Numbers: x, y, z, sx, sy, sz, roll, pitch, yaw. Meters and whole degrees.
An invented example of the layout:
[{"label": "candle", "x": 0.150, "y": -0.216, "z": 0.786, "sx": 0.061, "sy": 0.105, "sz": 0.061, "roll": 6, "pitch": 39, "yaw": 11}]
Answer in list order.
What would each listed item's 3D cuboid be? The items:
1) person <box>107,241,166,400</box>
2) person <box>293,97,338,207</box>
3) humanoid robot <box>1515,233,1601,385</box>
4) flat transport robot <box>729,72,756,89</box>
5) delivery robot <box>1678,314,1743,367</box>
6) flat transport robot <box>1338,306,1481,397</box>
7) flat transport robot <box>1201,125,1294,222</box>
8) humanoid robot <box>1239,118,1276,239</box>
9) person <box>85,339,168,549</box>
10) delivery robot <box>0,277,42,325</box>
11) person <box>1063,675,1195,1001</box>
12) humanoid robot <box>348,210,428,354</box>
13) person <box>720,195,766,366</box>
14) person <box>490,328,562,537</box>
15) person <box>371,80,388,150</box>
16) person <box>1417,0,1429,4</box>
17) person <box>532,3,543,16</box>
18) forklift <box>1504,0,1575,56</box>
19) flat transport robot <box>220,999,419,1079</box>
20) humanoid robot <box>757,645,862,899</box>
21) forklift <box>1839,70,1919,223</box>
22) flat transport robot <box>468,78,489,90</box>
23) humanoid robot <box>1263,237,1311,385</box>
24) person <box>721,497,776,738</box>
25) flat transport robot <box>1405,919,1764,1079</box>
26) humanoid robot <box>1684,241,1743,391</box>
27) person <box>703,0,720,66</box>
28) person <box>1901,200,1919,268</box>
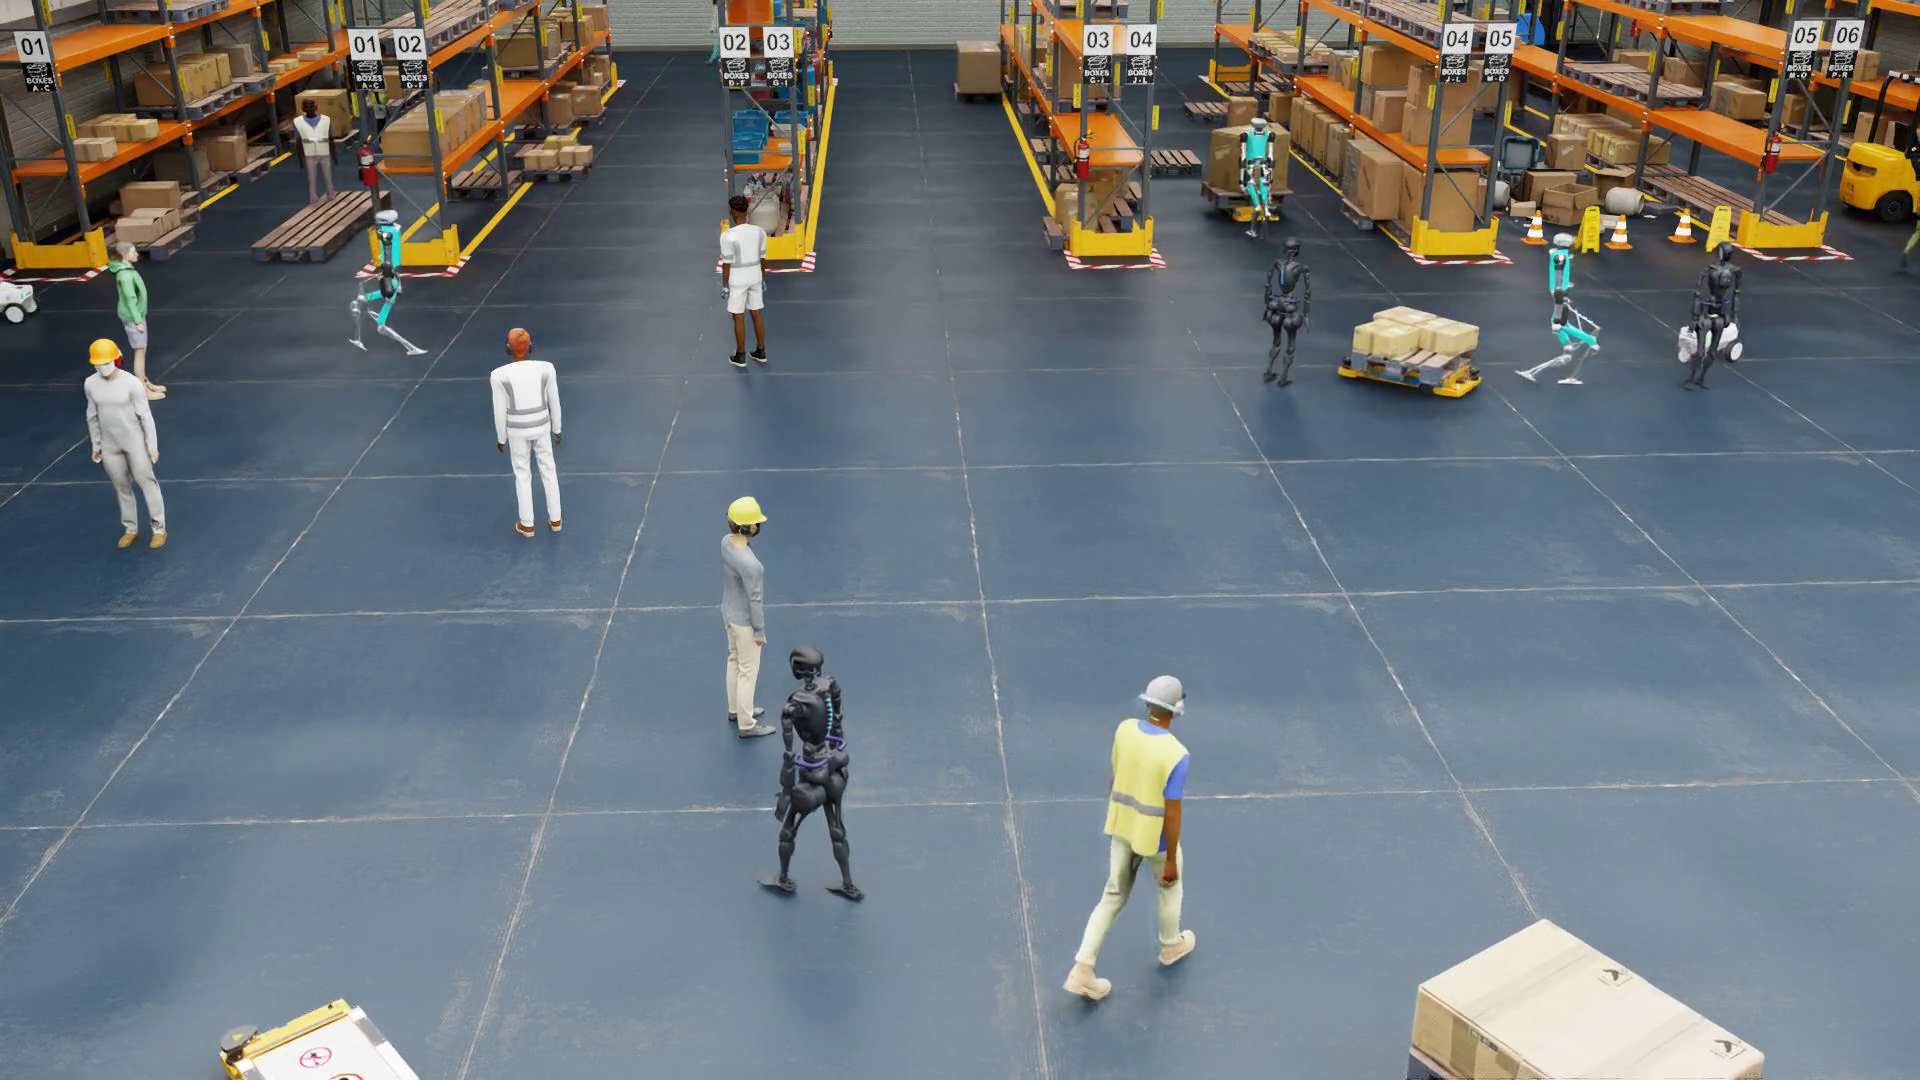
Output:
[{"label": "person", "x": -8.927, "y": -2.376, "z": 18.014, "sx": 0.317, "sy": 1.736, "sz": 0.478, "roll": -10, "pitch": 26, "yaw": -20}, {"label": "person", "x": -10.037, "y": -5.980, "z": 25.969, "sx": 0.571, "sy": 1.843, "sz": 0.376, "roll": -12, "pitch": 27, "yaw": -25}, {"label": "humanoid robot", "x": 6.668, "y": -2.465, "z": 18.184, "sx": 0.995, "sy": 1.733, "sz": 0.556, "roll": 8, "pitch": 25, "yaw": 17}, {"label": "flat transport robot", "x": -5.014, "y": -10.535, "z": 38.145, "sx": 0.659, "sy": 0.231, "sz": 1.431, "roll": -2, "pitch": 24, "yaw": -4}, {"label": "delivery robot", "x": 8.738, "y": -2.339, "z": 19.386, "sx": 0.773, "sy": 0.602, "sz": 0.502, "roll": -14, "pitch": 28, "yaw": -29}, {"label": "flat transport robot", "x": 5.059, "y": -1.893, "z": 18.726, "sx": 1.431, "sy": 0.231, "sz": 0.659, "roll": 16, "pitch": 29, "yaw": 32}, {"label": "flat transport robot", "x": 4.524, "y": -5.284, "z": 26.345, "sx": 0.659, "sy": 0.231, "sz": 1.431, "roll": -3, "pitch": 24, "yaw": -7}, {"label": "humanoid robot", "x": 4.402, "y": -5.246, "z": 24.481, "sx": 0.537, "sy": 1.798, "sz": 0.784, "roll": -3, "pitch": 24, "yaw": -6}, {"label": "person", "x": -7.218, "y": -0.834, "z": 14.359, "sx": 0.568, "sy": 1.889, "sz": 0.388, "roll": 0, "pitch": 24, "yaw": 1}, {"label": "delivery robot", "x": -12.028, "y": -3.013, "z": 20.881, "sx": 0.788, "sy": 0.587, "sz": 0.499, "roll": -2, "pitch": 24, "yaw": -4}, {"label": "person", "x": 0.934, "y": 1.608, "z": 8.941, "sx": 0.543, "sy": 1.846, "sz": 0.948, "roll": 21, "pitch": 31, "yaw": 39}, {"label": "humanoid robot", "x": -6.859, "y": -2.949, "z": 19.381, "sx": 1.068, "sy": 1.776, "sz": 0.535, "roll": -2, "pitch": 24, "yaw": -5}, {"label": "person", "x": -2.476, "y": -2.973, "z": 19.087, "sx": 0.596, "sy": 1.958, "sz": 0.379, "roll": -21, "pitch": 31, "yaw": -38}, {"label": "person", "x": -3.787, "y": -0.947, "z": 14.616, "sx": 0.583, "sy": 1.882, "sz": 0.345, "roll": -12, "pitch": 27, "yaw": -26}, {"label": "person", "x": -10.820, "y": -8.167, "z": 31.064, "sx": 0.316, "sy": 1.695, "sz": 0.541, "roll": -4, "pitch": 24, "yaw": -8}, {"label": "person", "x": 11.678, "y": -13.024, "z": 41.856, "sx": 0.394, "sy": 1.800, "sz": 0.595, "roll": -14, "pitch": 27, "yaw": -28}, {"label": "person", "x": -10.446, "y": -12.673, "z": 40.987, "sx": 0.373, "sy": 1.863, "sz": 0.511, "roll": -2, "pitch": 24, "yaw": -5}, {"label": "forklift", "x": 14.700, "y": -13.805, "z": 42.301, "sx": 1.873, "sy": 2.768, "sz": 1.129, "roll": -1, "pitch": 24, "yaw": -2}, {"label": "flat transport robot", "x": -3.095, "y": 2.767, "z": 8.255, "sx": 0.659, "sy": 0.231, "sz": 1.431, "roll": -20, "pitch": 31, "yaw": -37}, {"label": "humanoid robot", "x": -0.891, "y": 1.346, "z": 9.736, "sx": 0.656, "sy": 1.634, "sz": 0.610, "roll": 14, "pitch": 27, "yaw": 28}, {"label": "forklift", "x": 15.132, "y": -6.143, "z": 25.915, "sx": 2.313, "sy": 2.155, "sz": 1.214, "roll": -1, "pitch": 24, "yaw": -2}, {"label": "flat transport robot", "x": -10.588, "y": -10.144, "z": 37.267, "sx": 0.659, "sy": 0.231, "sz": 1.431, "roll": 0, "pitch": 24, "yaw": -1}, {"label": "humanoid robot", "x": 3.624, "y": -2.540, "z": 18.436, "sx": 0.613, "sy": 1.648, "sz": 0.337, "roll": 19, "pitch": 31, "yaw": 37}, {"label": "person", "x": -1.466, "y": 0.523, "z": 11.468, "sx": 0.333, "sy": 1.756, "sz": 0.515, "roll": -13, "pitch": 27, "yaw": -26}, {"label": "flat transport robot", "x": 2.903, "y": 2.863, "z": 8.040, "sx": 1.431, "sy": 0.231, "sz": 0.659, "roll": -15, "pitch": 28, "yaw": -31}, {"label": "humanoid robot", "x": 8.285, "y": -2.459, "z": 18.264, "sx": 0.585, "sy": 1.656, "sz": 0.350, "roll": -5, "pitch": 24, "yaw": -10}, {"label": "person", "x": -6.004, "y": -12.514, "z": 40.786, "sx": 0.853, "sy": 1.724, "sz": 0.553, "roll": -10, "pitch": 26, "yaw": -21}, {"label": "person", "x": 13.410, "y": -4.554, "z": 22.943, "sx": 0.666, "sy": 1.693, "sz": 0.448, "roll": -15, "pitch": 28, "yaw": -31}]
